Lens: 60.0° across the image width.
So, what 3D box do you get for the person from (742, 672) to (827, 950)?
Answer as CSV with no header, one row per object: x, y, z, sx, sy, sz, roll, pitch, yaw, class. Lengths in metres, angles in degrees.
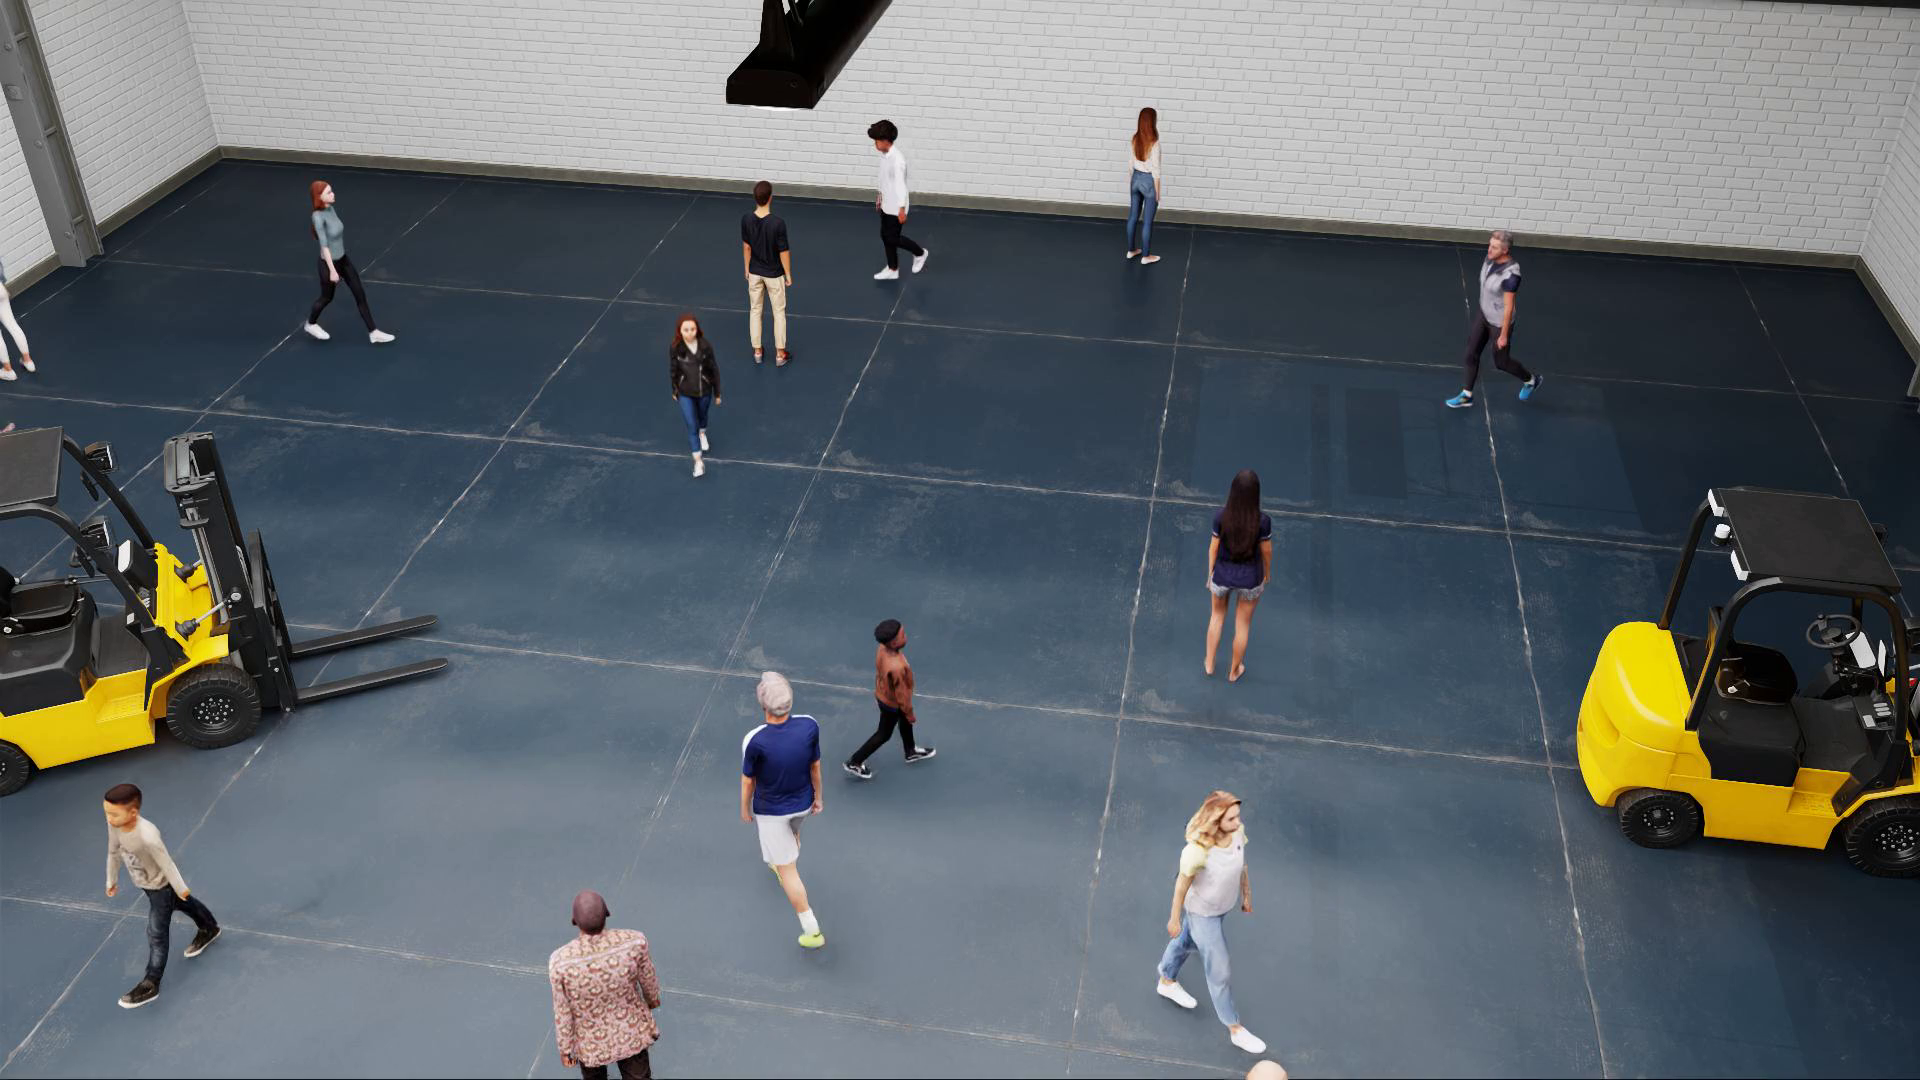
-1.004,1.623,9.879,1.145,1.803,1.242,-20,39,-28,person

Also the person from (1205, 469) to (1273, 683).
1.983,0.302,11.900,0.616,1.765,0.594,9,35,13,person

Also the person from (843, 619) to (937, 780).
-0.519,1.087,11.195,0.813,1.238,0.904,-8,34,-11,person

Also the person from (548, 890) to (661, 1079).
-1.757,2.571,8.492,1.097,1.759,1.281,-12,35,-17,person

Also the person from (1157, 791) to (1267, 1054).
1.318,2.031,9.365,1.048,1.693,1.076,28,43,35,person

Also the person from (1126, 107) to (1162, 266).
2.016,-3.890,18.240,0.686,1.728,0.650,-27,42,-34,person

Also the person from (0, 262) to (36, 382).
-9.316,-2.349,15.947,0.738,1.700,0.565,17,37,24,person

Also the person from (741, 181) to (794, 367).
-1.882,-2.585,16.164,0.636,1.854,0.549,8,34,11,person

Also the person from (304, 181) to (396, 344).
-6.276,-2.706,16.483,0.695,1.702,1.110,3,34,5,person

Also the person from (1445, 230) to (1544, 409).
5.032,-2.011,15.361,1.078,1.787,1.173,-8,34,-12,person

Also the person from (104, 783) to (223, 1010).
-4.629,1.945,9.727,0.810,1.434,1.040,20,38,27,person

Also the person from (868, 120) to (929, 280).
-0.630,-3.623,17.783,0.979,1.790,0.949,-12,36,-18,person

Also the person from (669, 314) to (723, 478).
-2.340,-1.350,14.682,0.840,1.437,1.078,-8,34,-12,person
